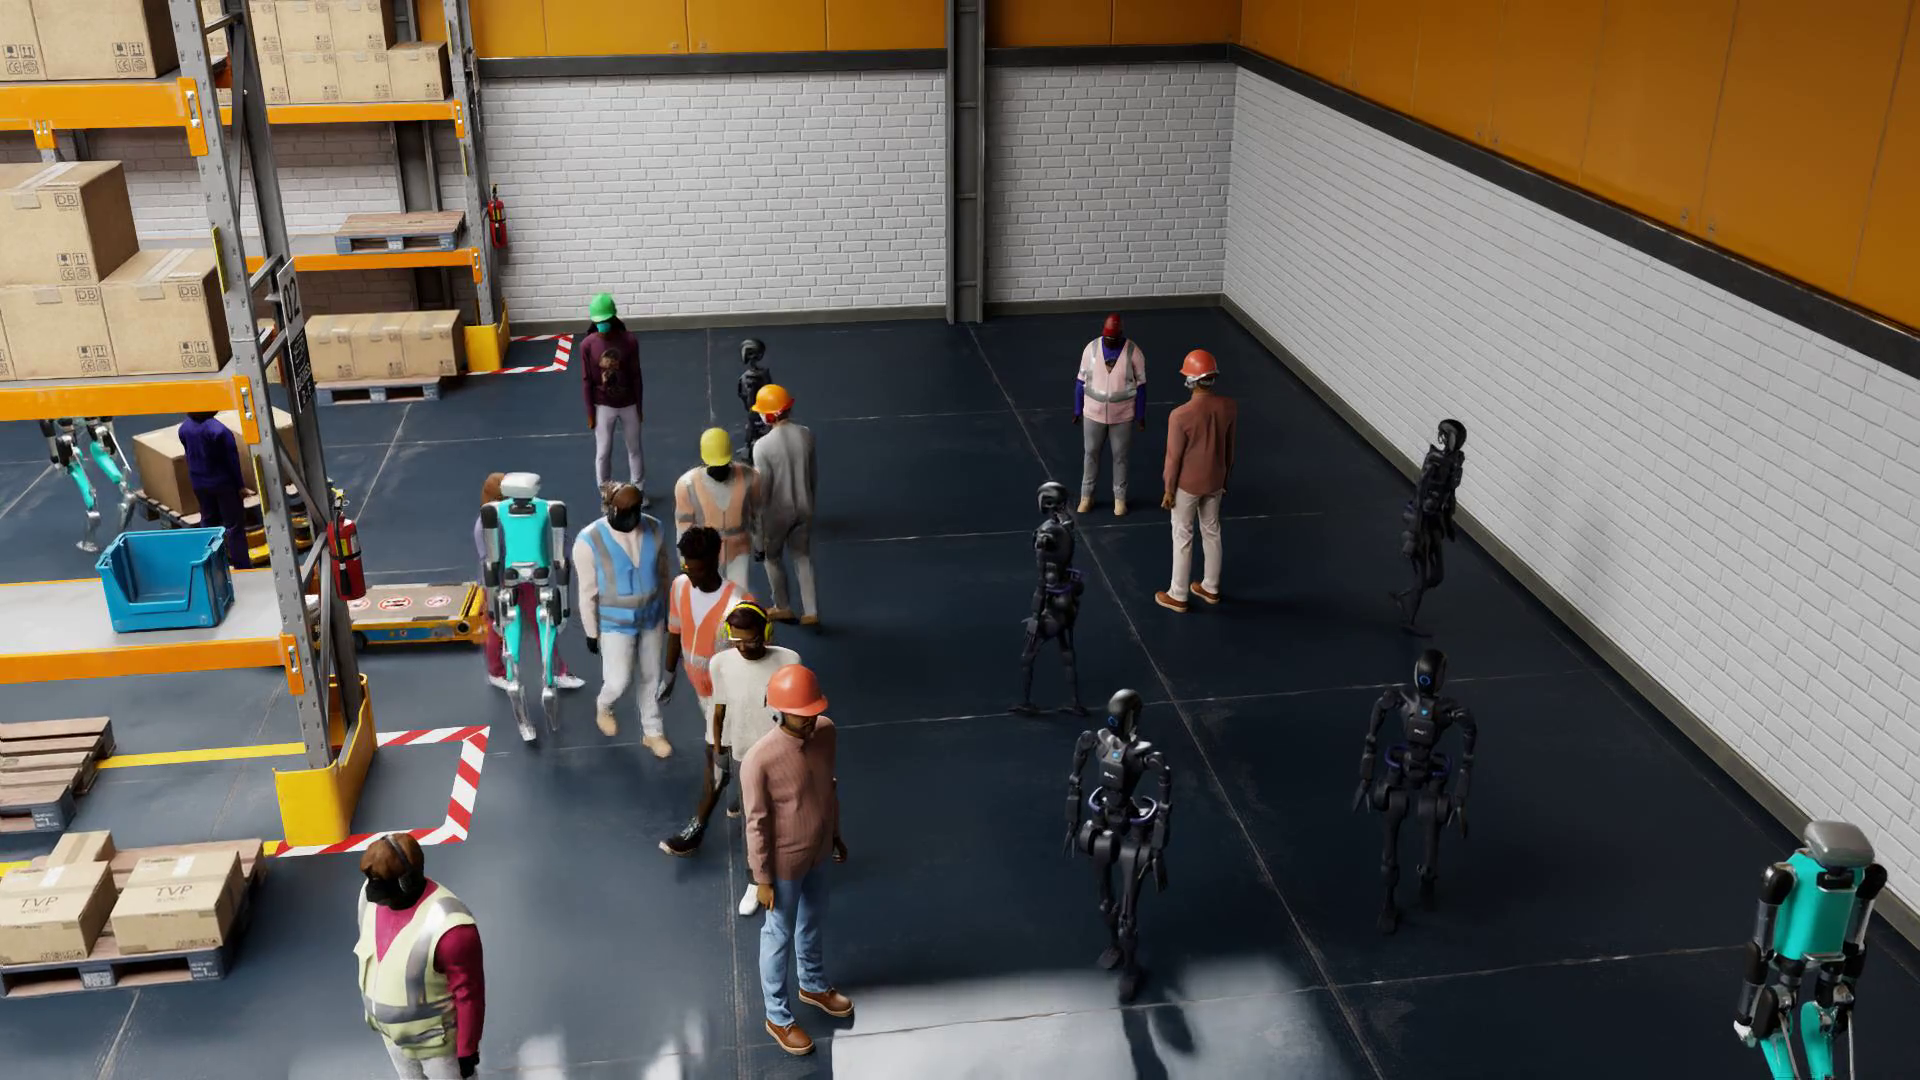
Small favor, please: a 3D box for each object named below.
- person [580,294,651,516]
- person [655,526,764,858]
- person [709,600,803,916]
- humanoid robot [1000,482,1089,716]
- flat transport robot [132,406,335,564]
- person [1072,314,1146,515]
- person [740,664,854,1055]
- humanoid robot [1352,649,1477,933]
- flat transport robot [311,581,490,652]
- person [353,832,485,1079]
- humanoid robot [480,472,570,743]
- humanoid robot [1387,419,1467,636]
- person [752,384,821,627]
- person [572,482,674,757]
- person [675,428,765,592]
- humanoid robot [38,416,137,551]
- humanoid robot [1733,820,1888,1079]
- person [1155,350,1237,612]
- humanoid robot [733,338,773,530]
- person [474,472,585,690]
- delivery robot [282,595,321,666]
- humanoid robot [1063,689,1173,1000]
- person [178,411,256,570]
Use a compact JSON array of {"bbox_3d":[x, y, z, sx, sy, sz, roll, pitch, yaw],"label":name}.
[{"bbox_3d":[-2.890,-1.133,13.925,0.492,1.925,0.495,-4,24,-9],"label":"person"},{"bbox_3d":[-1.460,0.839,9.431,0.608,1.916,0.983,18,29,35],"label":"person"},{"bbox_3d":[-1.047,1.158,8.789,0.527,1.856,0.345,1,24,2],"label":"person"},{"bbox_3d":[0.573,0.388,10.766,0.557,1.643,0.612,11,26,23],"label":"humanoid robot"},{"bbox_3d":[-5.934,-0.145,13.728,1.431,0.231,0.659,20,30,37],"label":"flat transport robot"},{"bbox_3d":[1.253,-1.054,13.959,0.611,1.748,0.419,4,24,10],"label":"person"},{"bbox_3d":[-0.762,1.481,7.880,0.374,1.995,0.607,16,28,32],"label":"person"},{"bbox_3d":[2.388,1.280,8.729,0.609,1.641,0.423,9,25,20],"label":"humanoid robot"},{"bbox_3d":[-4.020,0.554,12.133,1.431,0.231,0.659,-2,24,-5],"label":"flat transport robot"},{"bbox_3d":[-2.223,2.004,6.876,0.632,1.841,0.429,15,28,31],"label":"person"},{"bbox_3d":[-2.702,0.553,10.401,0.538,1.846,0.808,-3,24,-7],"label":"humanoid robot"},{"bbox_3d":[3.304,-0.117,11.919,0.492,1.628,0.615,21,31,40],"label":"humanoid robot"},{"bbox_3d":[-1.238,-0.232,11.923,0.618,1.862,0.533,-18,30,-35],"label":"person"},{"bbox_3d":[-2.055,0.486,10.345,0.646,1.831,0.512,-18,30,-35],"label":"person"},{"bbox_3d":[-1.637,0.030,11.347,0.599,1.863,0.969,-7,25,-15],"label":"person"},{"bbox_3d":[-6.829,-0.666,13.114,0.845,1.780,0.540,20,30,38],"label":"humanoid robot"},{"bbox_3d":[3.572,2.123,6.829,0.547,1.866,0.831,-3,24,-8],"label":"humanoid robot"},{"bbox_3d":[1.740,-0.437,12.260,0.616,1.985,0.400,-14,27,-28],"label":"person"},{"bbox_3d":[-1.594,-0.842,13.582,0.512,1.645,0.601,1,24,3],"label":"humanoid robot"},{"bbox_3d":[-2.893,0.312,11.019,0.771,1.600,0.520,11,26,24],"label":"person"},{"bbox_3d":[-4.878,0.533,11.802,0.757,0.576,0.499,7,25,15],"label":"delivery robot"},{"bbox_3d":[0.787,1.475,8.288,0.589,1.642,0.455,12,27,26],"label":"humanoid robot"},{"bbox_3d":[-5.640,-0.419,12.661,0.450,1.624,0.329,8,25,17],"label":"person"}]
